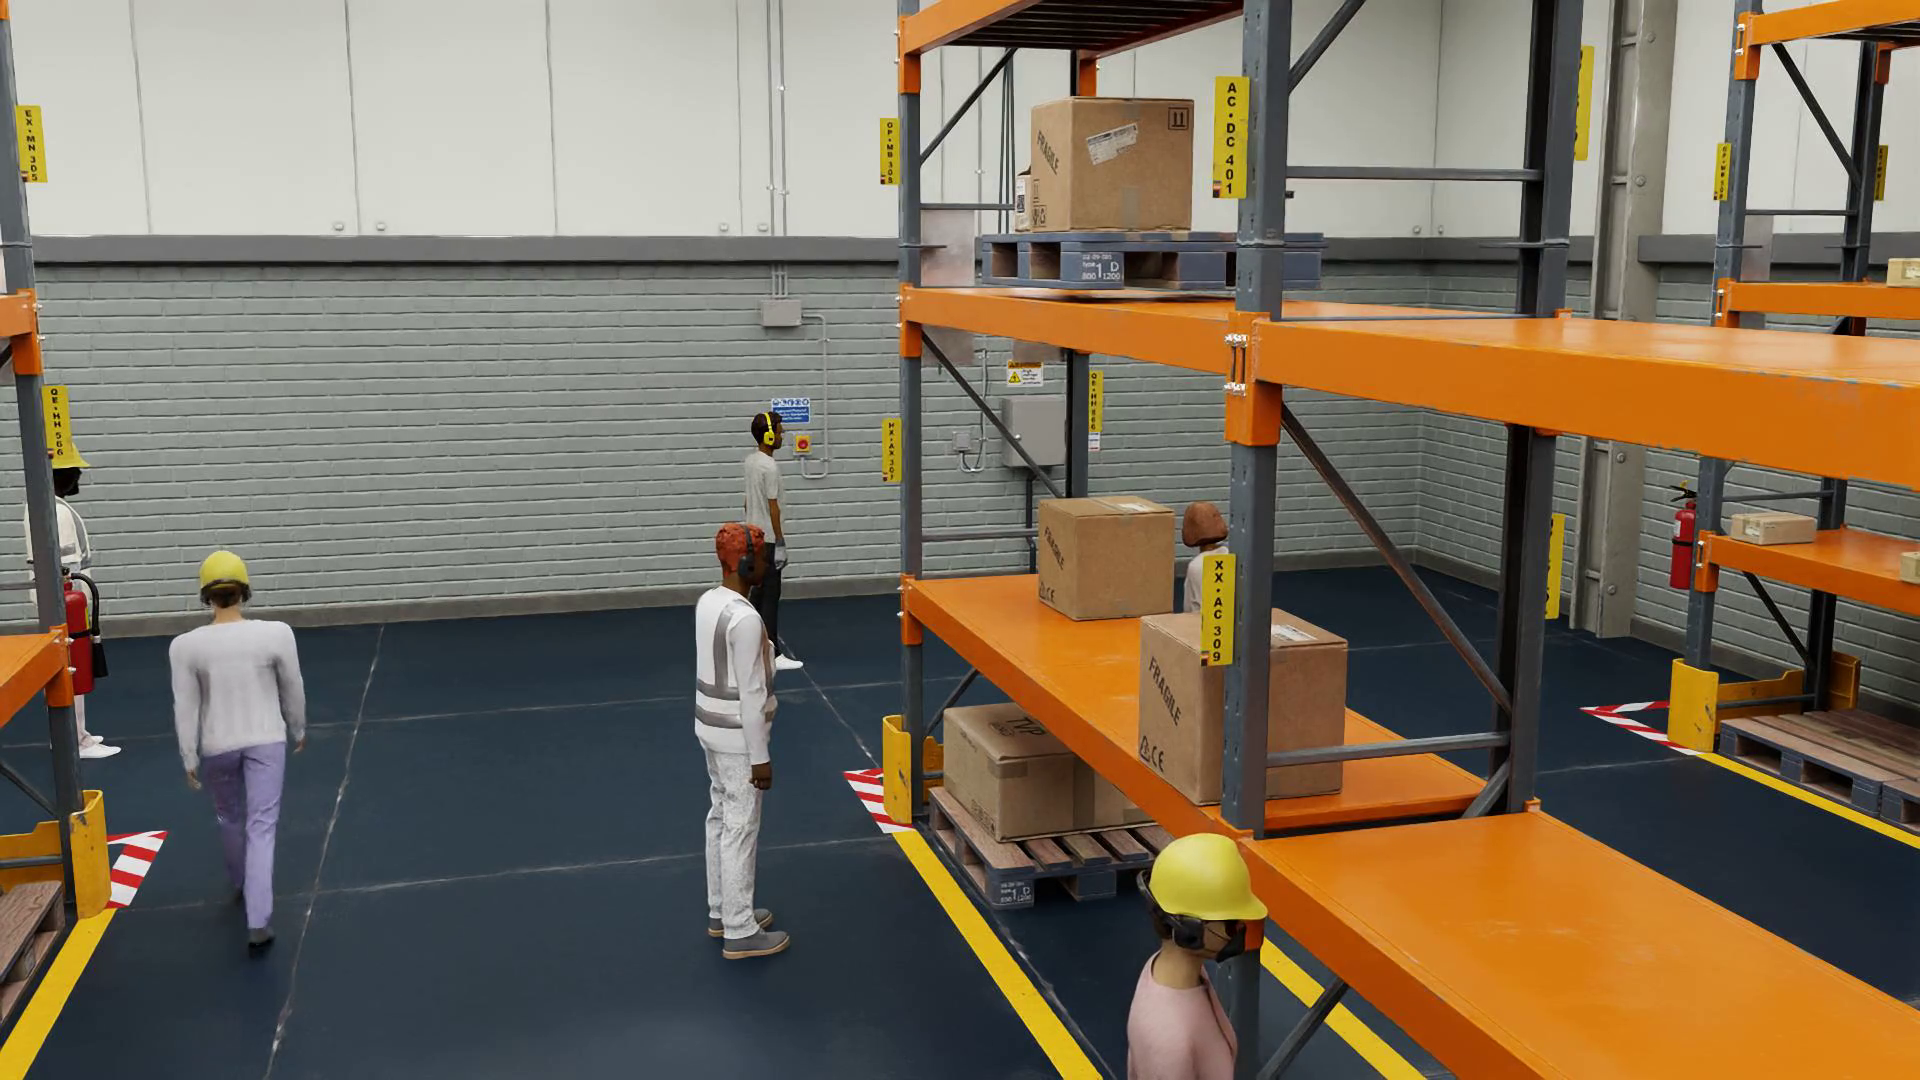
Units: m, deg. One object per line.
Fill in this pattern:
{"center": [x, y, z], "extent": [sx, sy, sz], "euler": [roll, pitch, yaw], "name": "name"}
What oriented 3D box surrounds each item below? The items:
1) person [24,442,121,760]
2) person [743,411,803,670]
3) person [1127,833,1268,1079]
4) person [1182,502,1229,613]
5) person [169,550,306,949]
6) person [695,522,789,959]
{"center": [-5.316, 0.350, 9.903], "extent": [0.371, 1.927, 0.588], "euler": [-9, 13, -41], "name": "person"}
{"center": [-1.378, 0.006, 12.026], "extent": [0.329, 1.872, 0.508], "euler": [-6, 12, -30], "name": "person"}
{"center": [0.507, 1.510, 3.781], "extent": [0.336, 1.757, 0.518], "euler": [2, 10, 13], "name": "person"}
{"center": [1.380, 0.592, 9.357], "extent": [0.282, 1.633, 0.498], "euler": [5, 11, 28], "name": "person"}
{"center": [-3.196, 0.898, 7.402], "extent": [0.523, 1.717, 0.948], "euler": [-3, 10, -15], "name": "person"}
{"center": [-0.956, 0.855, 7.171], "extent": [0.359, 1.880, 0.575], "euler": [-5, 11, -26], "name": "person"}
